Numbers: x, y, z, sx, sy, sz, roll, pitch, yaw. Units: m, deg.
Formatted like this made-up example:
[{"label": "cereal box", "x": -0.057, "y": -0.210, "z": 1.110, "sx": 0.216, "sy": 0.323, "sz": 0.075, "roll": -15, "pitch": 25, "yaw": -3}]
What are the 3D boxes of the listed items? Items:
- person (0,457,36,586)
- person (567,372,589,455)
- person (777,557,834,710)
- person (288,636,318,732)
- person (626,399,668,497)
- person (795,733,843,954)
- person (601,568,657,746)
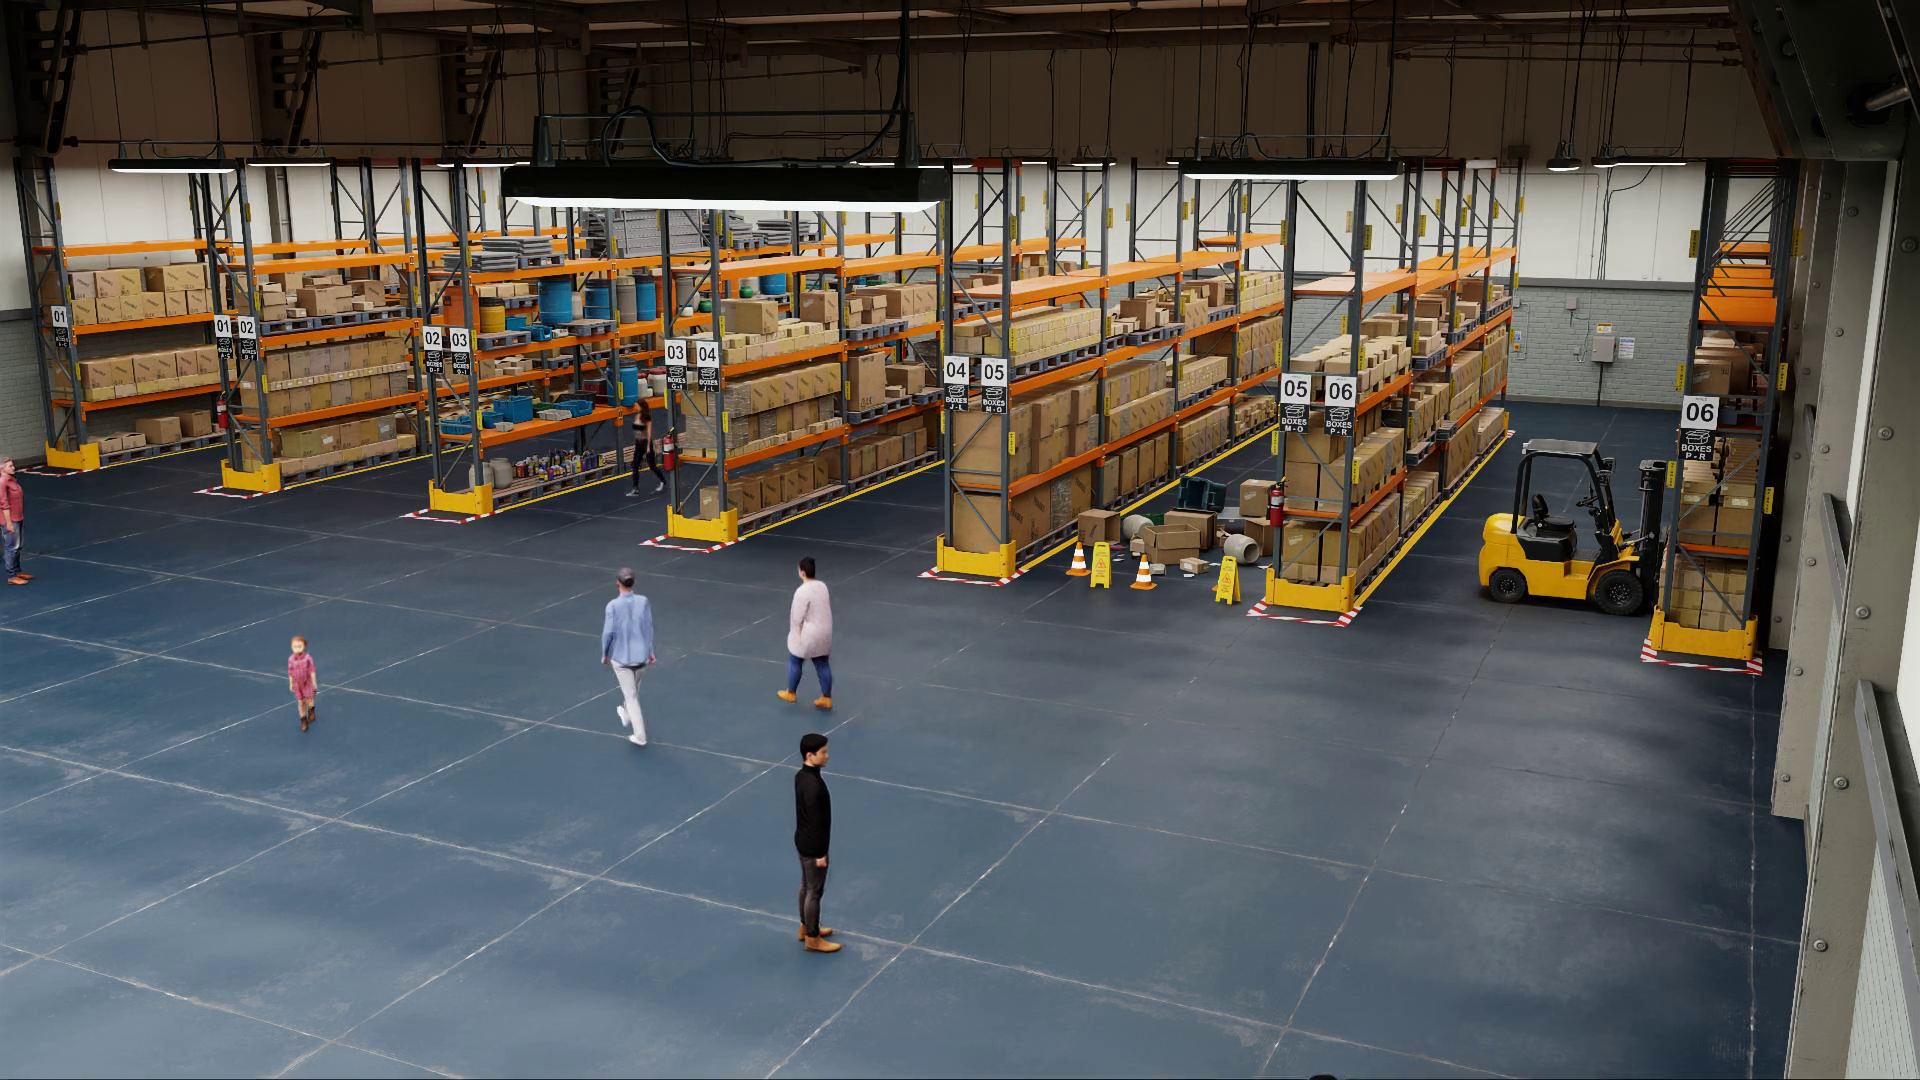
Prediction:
[{"label": "person", "x": -13.685, "y": -0.295, "z": 23.983, "sx": 0.813, "sy": 1.831, "sz": 0.728, "roll": -3, "pitch": 13, "yaw": -15}, {"label": "person", "x": -7.862, "y": -2.620, "z": 34.274, "sx": 0.618, "sy": 1.717, "sz": 1.094, "roll": 5, "pitch": 14, "yaw": 22}, {"label": "person", "x": -1.581, "y": 1.049, "z": 18.424, "sx": 0.963, "sy": 1.718, "sz": 0.921, "roll": -13, "pitch": 18, "yaw": -43}, {"label": "person", "x": -7.089, "y": 1.515, "z": 17.979, "sx": 0.693, "sy": 1.013, "sz": 0.780, "roll": -4, "pitch": 14, "yaw": -15}, {"label": "person", "x": -5.639, "y": -1.665, "z": 30.124, "sx": 0.789, "sy": 1.728, "sz": 1.230, "roll": 9, "pitch": 16, "yaw": 35}, {"label": "person", "x": -1.144, "y": 2.328, "z": 12.893, "sx": 0.784, "sy": 1.723, "sz": 0.699, "roll": -3, "pitch": 13, "yaw": -14}, {"label": "person", "x": -3.402, "y": 1.247, "z": 17.289, "sx": 1.154, "sy": 1.845, "sz": 1.095, "roll": -9, "pitch": 16, "yaw": -33}]
